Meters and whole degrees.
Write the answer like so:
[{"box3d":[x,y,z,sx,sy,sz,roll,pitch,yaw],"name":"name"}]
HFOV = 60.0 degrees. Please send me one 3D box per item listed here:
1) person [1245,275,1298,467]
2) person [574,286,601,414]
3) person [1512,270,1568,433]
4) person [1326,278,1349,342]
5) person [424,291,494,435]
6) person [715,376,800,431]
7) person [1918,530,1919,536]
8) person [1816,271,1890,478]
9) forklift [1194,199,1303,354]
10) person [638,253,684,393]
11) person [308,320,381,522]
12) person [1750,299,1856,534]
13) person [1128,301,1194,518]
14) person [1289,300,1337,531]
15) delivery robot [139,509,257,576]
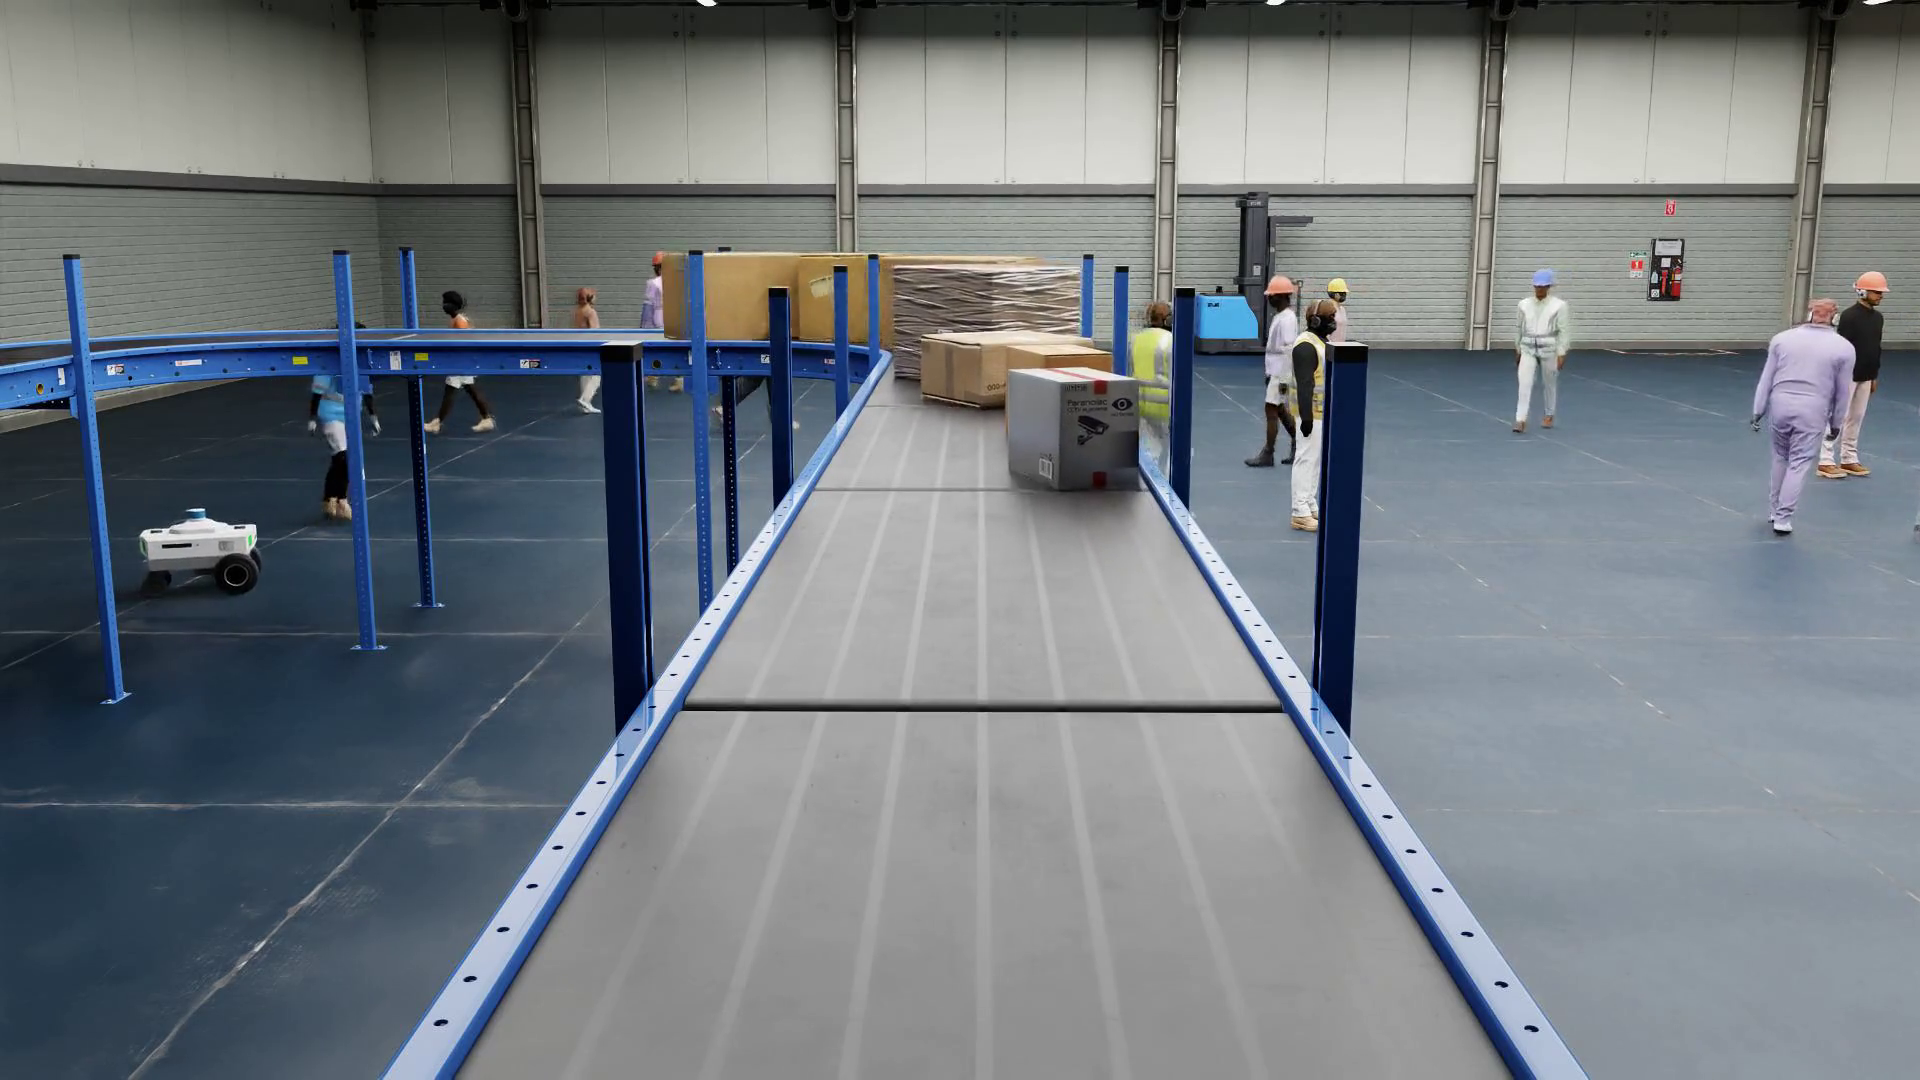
[{"box3d":[3.249,-1.705,16.833,0.574,1.943,0.556,1,11,7],"name":"person"},{"box3d":[-4.725,-2.410,21.192,0.363,1.626,0.517,-9,14,-39],"name":"person"},{"box3d":[6.845,-2.230,19.586,0.624,1.897,1.031,7,13,33],"name":"person"},{"box3d":[4.514,-2.260,20.051,0.309,1.769,0.525,8,13,35],"name":"person"},{"box3d":[-5.865,-2.057,19.293,0.886,1.641,0.548,-5,12,-24],"name":"person"},{"box3d":[-2.408,-2.277,19.536,0.909,2.000,0.689,-4,12,-20],"name":"person"},{"box3d":[7.918,-0.836,12.694,0.971,1.770,0.586,7,13,33],"name":"person"},{"box3d":[8.670,-1.591,16.063,0.615,1.984,0.421,-5,12,-26],"name":"person"},{"box3d":[5.313,-4.851,30.603,1.873,2.768,1.129,0,11,1],"name":"forklift"},{"box3d":[-4.297,-3.129,23.960,1.065,1.988,0.616,8,13,34],"name":"person"},{"box3d":[-5.082,-0.977,13.710,0.604,1.650,0.552,5,12,22],"name":"person"},{"box3d":[6.773,-0.995,13.338,0.705,1.849,0.860,11,15,44],"name":"person"},{"box3d":[1.686,-1.053,13.714,0.615,1.814,0.641,-8,13,-34],"name":"person"},{"box3d":[2.883,-1.016,13.459,0.429,1.841,0.633,5,12,25],"name":"person"},{"box3d":[-5.147,0.031,11.252,0.707,0.478,0.477,-4,12,-19],"name":"delivery robot"}]
